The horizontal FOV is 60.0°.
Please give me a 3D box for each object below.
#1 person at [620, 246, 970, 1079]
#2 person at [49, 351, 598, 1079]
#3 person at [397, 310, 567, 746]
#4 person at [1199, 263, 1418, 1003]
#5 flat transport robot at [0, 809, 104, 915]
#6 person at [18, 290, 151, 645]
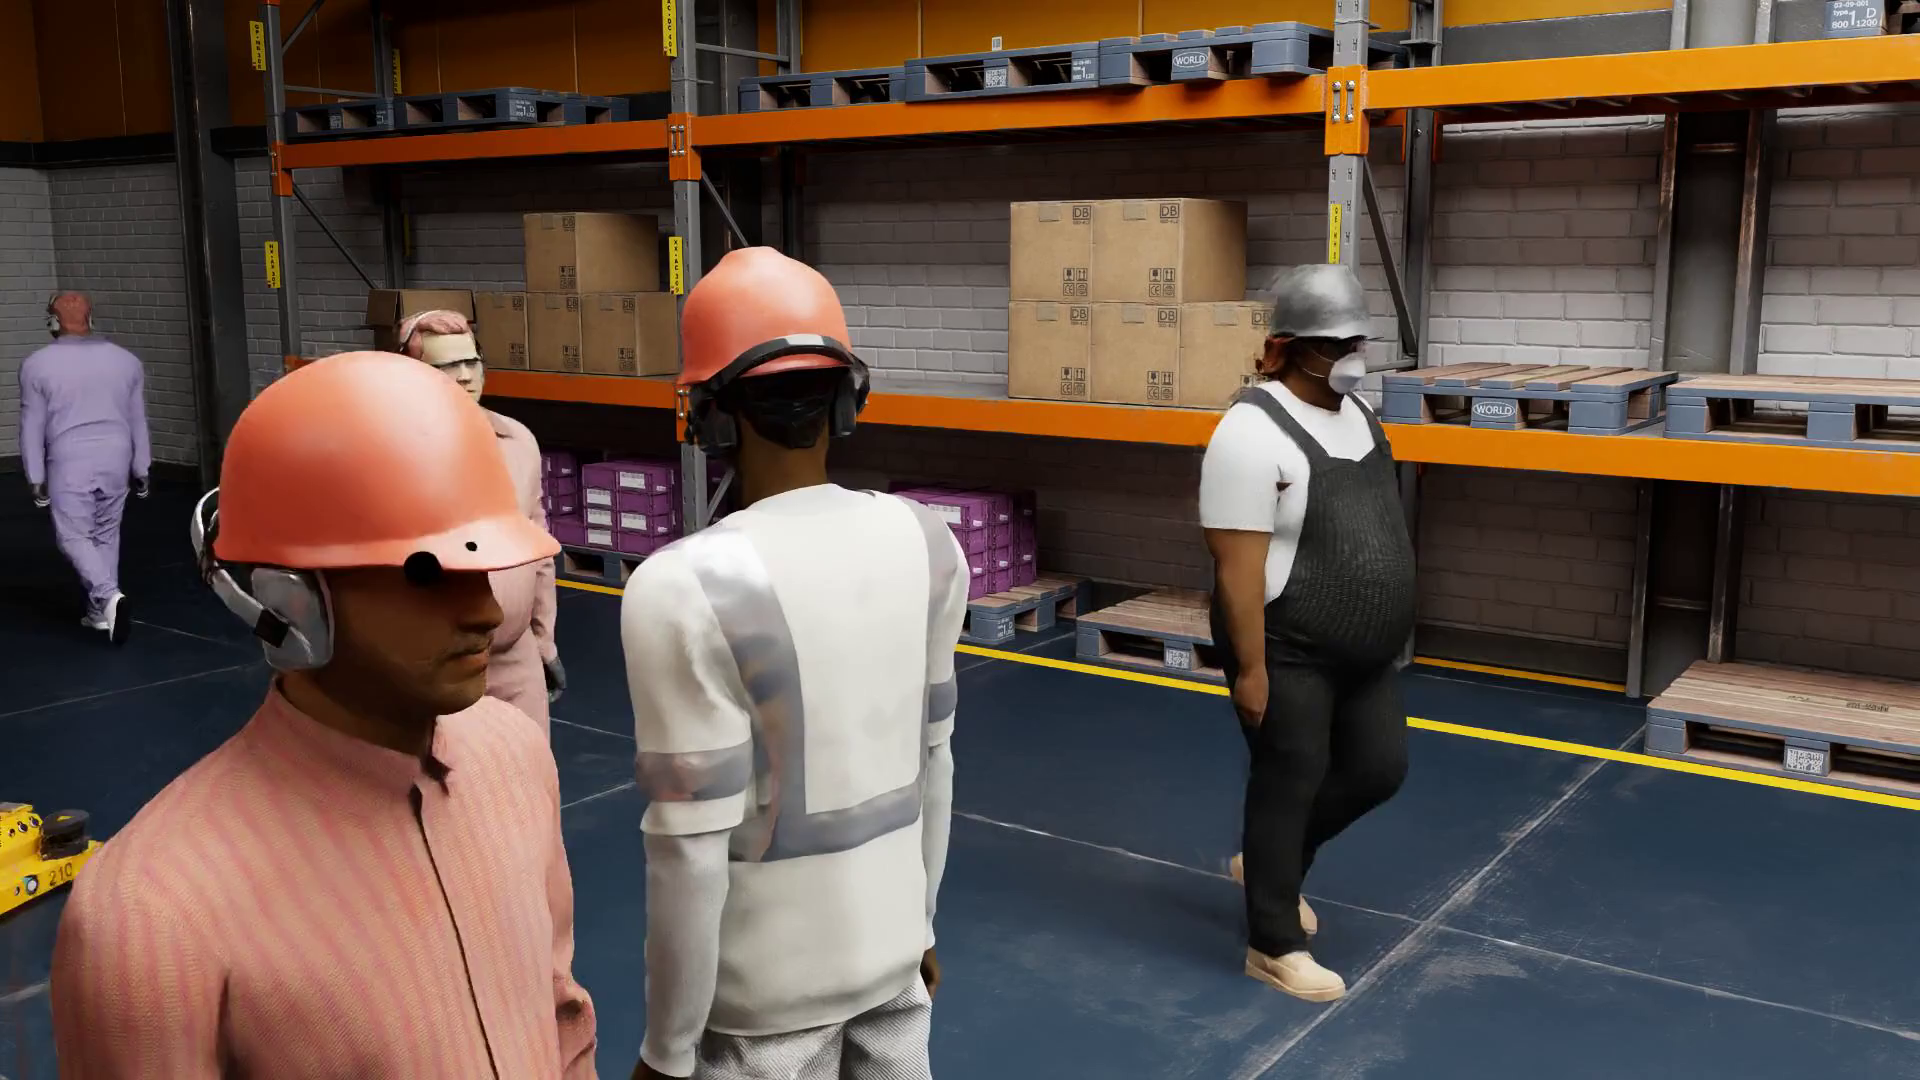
[{"bbox_3d":[-0.250,0.606,2.434,0.395,2.040,0.609,8,12,38],"label":"person"},{"bbox_3d":[-0.623,0.785,1.652,1.007,1.956,0.626,3,10,17],"label":"person"},{"bbox_3d":[-1.417,0.318,4.577,0.597,1.896,0.648,7,12,38],"label":"person"},{"bbox_3d":[0.974,0.247,4.568,0.699,2.000,0.532,-9,13,-43],"label":"person"},{"bbox_3d":[-3.580,1.006,5.304,1.431,0.197,0.652,2,10,12],"label":"flat transport robot"},{"bbox_3d":[-4.611,-0.381,8.831,0.825,1.875,0.646,8,12,38],"label":"person"}]
